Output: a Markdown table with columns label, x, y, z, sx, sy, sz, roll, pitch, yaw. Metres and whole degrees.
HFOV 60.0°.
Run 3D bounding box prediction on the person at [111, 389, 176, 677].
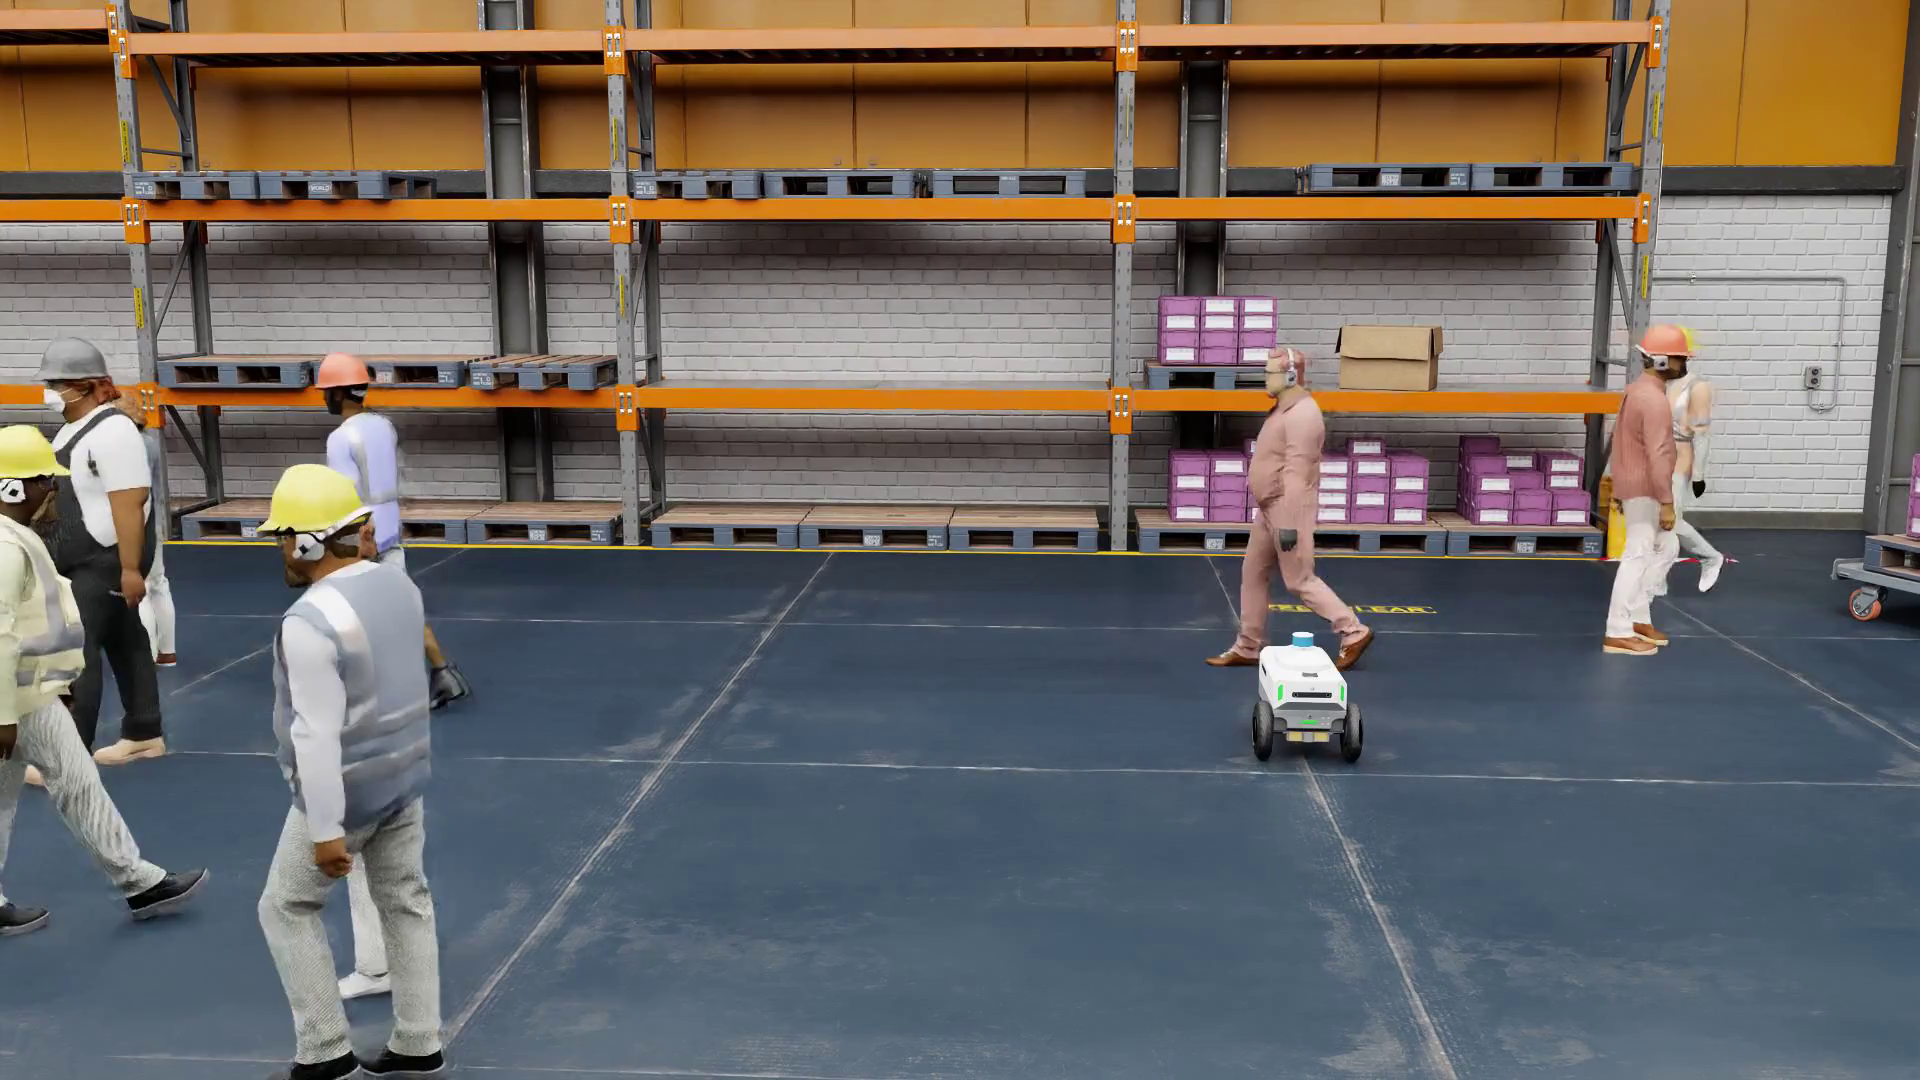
| label | x | y | z | sx | sy | sz | roll | pitch | yaw |
| --- | --- | --- | --- | --- | --- | --- | --- | --- | --- |
| person | -4.699 | -0.037 | 9.448 | 0.280 | 1.632 | 0.501 | 1 | 10 | 5 |

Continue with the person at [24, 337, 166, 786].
| label | x | y | z | sx | sy | sz | roll | pitch | yaw |
| --- | --- | --- | --- | --- | --- | --- | --- | --- | --- |
| person | -4.068 | 0.081 | 7.566 | 0.803 | 2.000 | 0.705 | -8 | 12 | -38 |

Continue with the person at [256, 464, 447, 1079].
| label | x | y | z | sx | sy | sz | roll | pitch | yaw |
| --- | --- | --- | --- | --- | --- | --- | --- | --- | --- |
| person | -1.759 | 0.687 | 4.703 | 0.584 | 1.812 | 0.614 | 2 | 10 | 14 |

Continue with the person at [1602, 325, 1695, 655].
| label | x | y | z | sx | sy | sz | roll | pitch | yaw |
| --- | --- | --- | --- | --- | --- | --- | --- | --- | --- |
| person | 4.137 | -0.285 | 9.884 | 0.563 | 1.973 | 0.644 | 2 | 10 | 12 |

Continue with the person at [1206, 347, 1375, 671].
| label | x | y | z | sx | sy | sz | roll | pitch | yaw |
| --- | --- | --- | --- | --- | --- | --- | --- | --- | --- |
| person | 1.918 | -0.162 | 9.488 | 0.883 | 1.877 | 0.651 | 0 | 10 | -2 |

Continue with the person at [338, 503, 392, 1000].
| label | x | y | z | sx | sy | sz | roll | pitch | yaw |
| --- | --- | --- | --- | --- | --- | --- | --- | --- | --- |
| person | -1.934 | 0.660 | 5.359 | 0.315 | 1.636 | 0.515 | 1 | 10 | 5 |

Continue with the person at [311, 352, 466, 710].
| label | x | y | z | sx | sy | sz | roll | pitch | yaw |
| --- | --- | --- | --- | --- | --- | --- | --- | --- | --- |
| person | -3.046 | -0.025 | 8.621 | 0.949 | 1.900 | 0.536 | 3 | 10 | 17 |

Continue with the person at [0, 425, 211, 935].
| label | x | y | z | sx | sy | sz | roll | pitch | yaw |
| --- | --- | --- | --- | --- | --- | --- | --- | --- | --- |
| person | -3.150 | 0.495 | 5.844 | 0.872 | 1.792 | 0.626 | -6 | 11 | -31 |

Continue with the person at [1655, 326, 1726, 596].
| label | x | y | z | sx | sy | sz | roll | pitch | yaw |
| --- | --- | --- | --- | --- | --- | --- | --- | --- | --- |
| person | 4.993 | -0.528 | 11.526 | 0.559 | 1.911 | 0.590 | -2 | 10 | -9 |

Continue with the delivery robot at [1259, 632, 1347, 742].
| label | x | y | z | sx | sy | sz | roll | pitch | yaw |
| --- | --- | --- | --- | --- | --- | --- | --- | --- | --- |
| delivery robot | 1.656 | 0.690 | 8.068 | 0.477 | 0.478 | 0.707 | 1 | 10 | 4 |
